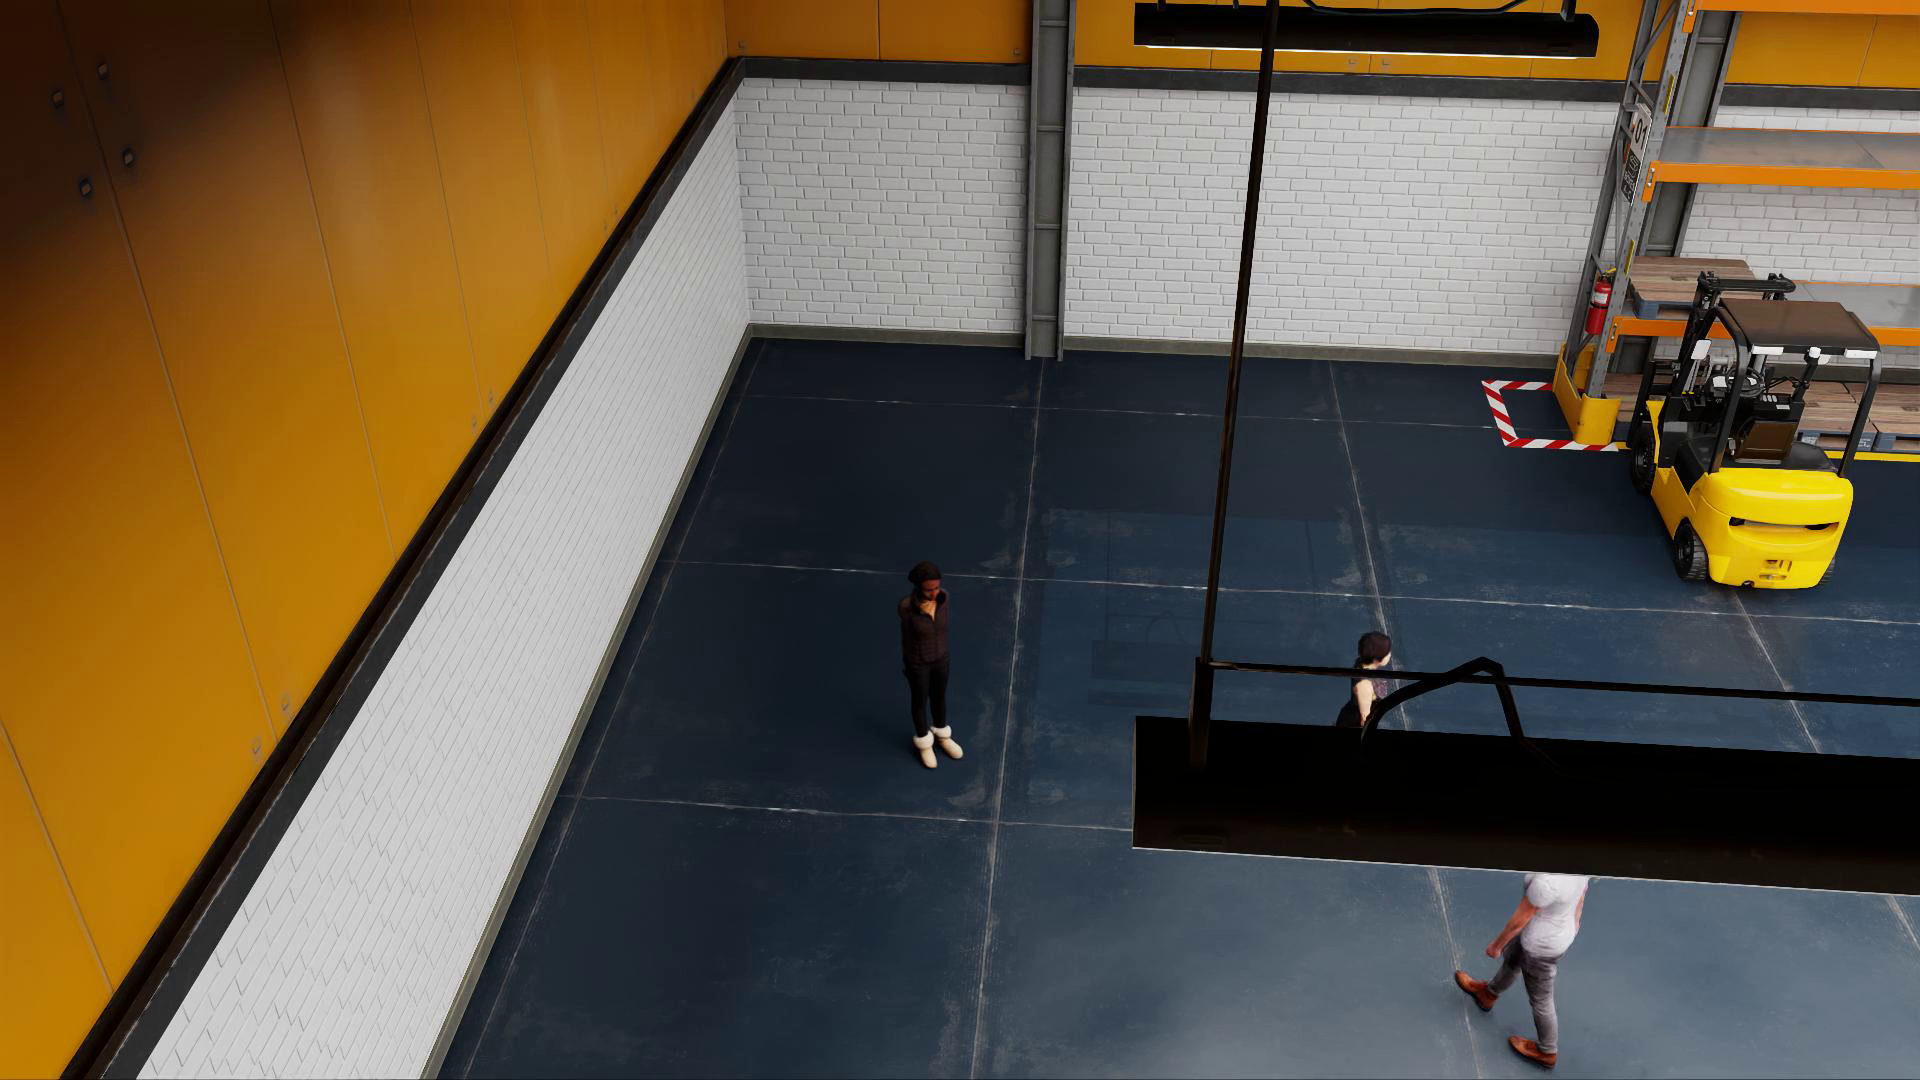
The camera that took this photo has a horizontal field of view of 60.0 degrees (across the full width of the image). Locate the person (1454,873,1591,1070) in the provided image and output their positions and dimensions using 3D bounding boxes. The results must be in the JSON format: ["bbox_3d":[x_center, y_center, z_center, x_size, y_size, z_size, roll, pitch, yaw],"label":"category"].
[{"bbox_3d":[3.439,2.332,9.540,1.143,1.796,1.047,28,42,35],"label":"person"}]

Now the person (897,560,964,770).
[{"bbox_3d":[-0.243,0.842,11.901,0.774,1.664,0.715,25,41,32],"label":"person"}]

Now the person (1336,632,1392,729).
[{"bbox_3d":[2.617,1.267,11.325,0.670,1.593,0.621,8,34,11],"label":"person"}]
